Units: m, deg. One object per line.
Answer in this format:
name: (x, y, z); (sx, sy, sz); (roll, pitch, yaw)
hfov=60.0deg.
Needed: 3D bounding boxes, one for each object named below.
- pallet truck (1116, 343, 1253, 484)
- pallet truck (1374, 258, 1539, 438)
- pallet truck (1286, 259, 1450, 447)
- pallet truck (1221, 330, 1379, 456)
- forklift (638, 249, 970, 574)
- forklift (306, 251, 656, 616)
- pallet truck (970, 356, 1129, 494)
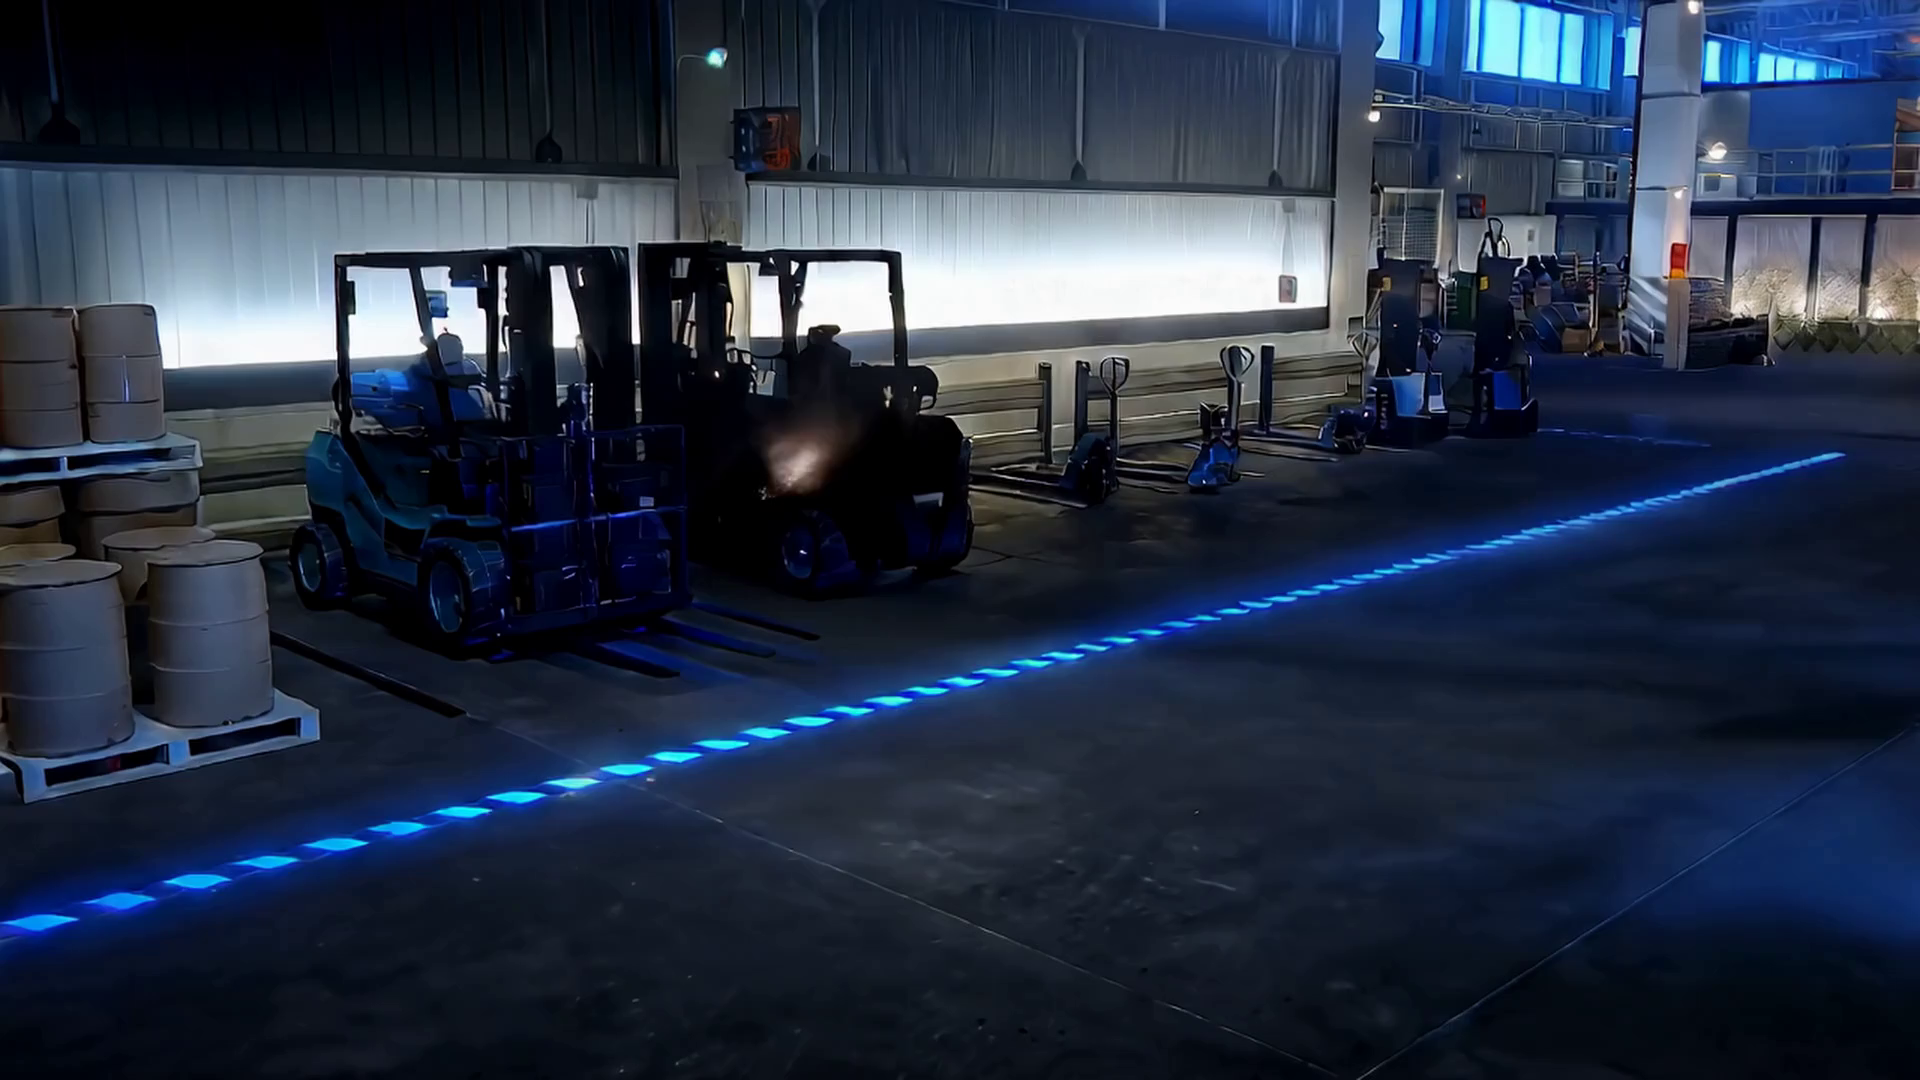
pallet truck: (1.962, -1.215, 15.415); (1.522, 1.261, 0.704); (10, 14, 43)
pallet truck: (5.704, -2.208, 18.901); (1.885, 1.965, 0.823); (10, 14, 43)
pallet truck: (4.493, -2.078, 18.196); (0.823, 1.965, 1.885); (-9, 14, -40)
pallet truck: (3.563, -1.581, 17.381); (0.653, 1.274, 1.630); (-10, 14, -44)
forklift: (-1.173, -0.958, 11.239); (2.680, 1.987, 1.157); (10, 14, 43)
forklift: (-2.833, -0.669, 9.694); (1.157, 1.987, 2.680); (-10, 14, -44)
pallet truck: (0.784, -1.085, 14.876); (0.680, 1.201, 1.601); (-10, 14, -44)
